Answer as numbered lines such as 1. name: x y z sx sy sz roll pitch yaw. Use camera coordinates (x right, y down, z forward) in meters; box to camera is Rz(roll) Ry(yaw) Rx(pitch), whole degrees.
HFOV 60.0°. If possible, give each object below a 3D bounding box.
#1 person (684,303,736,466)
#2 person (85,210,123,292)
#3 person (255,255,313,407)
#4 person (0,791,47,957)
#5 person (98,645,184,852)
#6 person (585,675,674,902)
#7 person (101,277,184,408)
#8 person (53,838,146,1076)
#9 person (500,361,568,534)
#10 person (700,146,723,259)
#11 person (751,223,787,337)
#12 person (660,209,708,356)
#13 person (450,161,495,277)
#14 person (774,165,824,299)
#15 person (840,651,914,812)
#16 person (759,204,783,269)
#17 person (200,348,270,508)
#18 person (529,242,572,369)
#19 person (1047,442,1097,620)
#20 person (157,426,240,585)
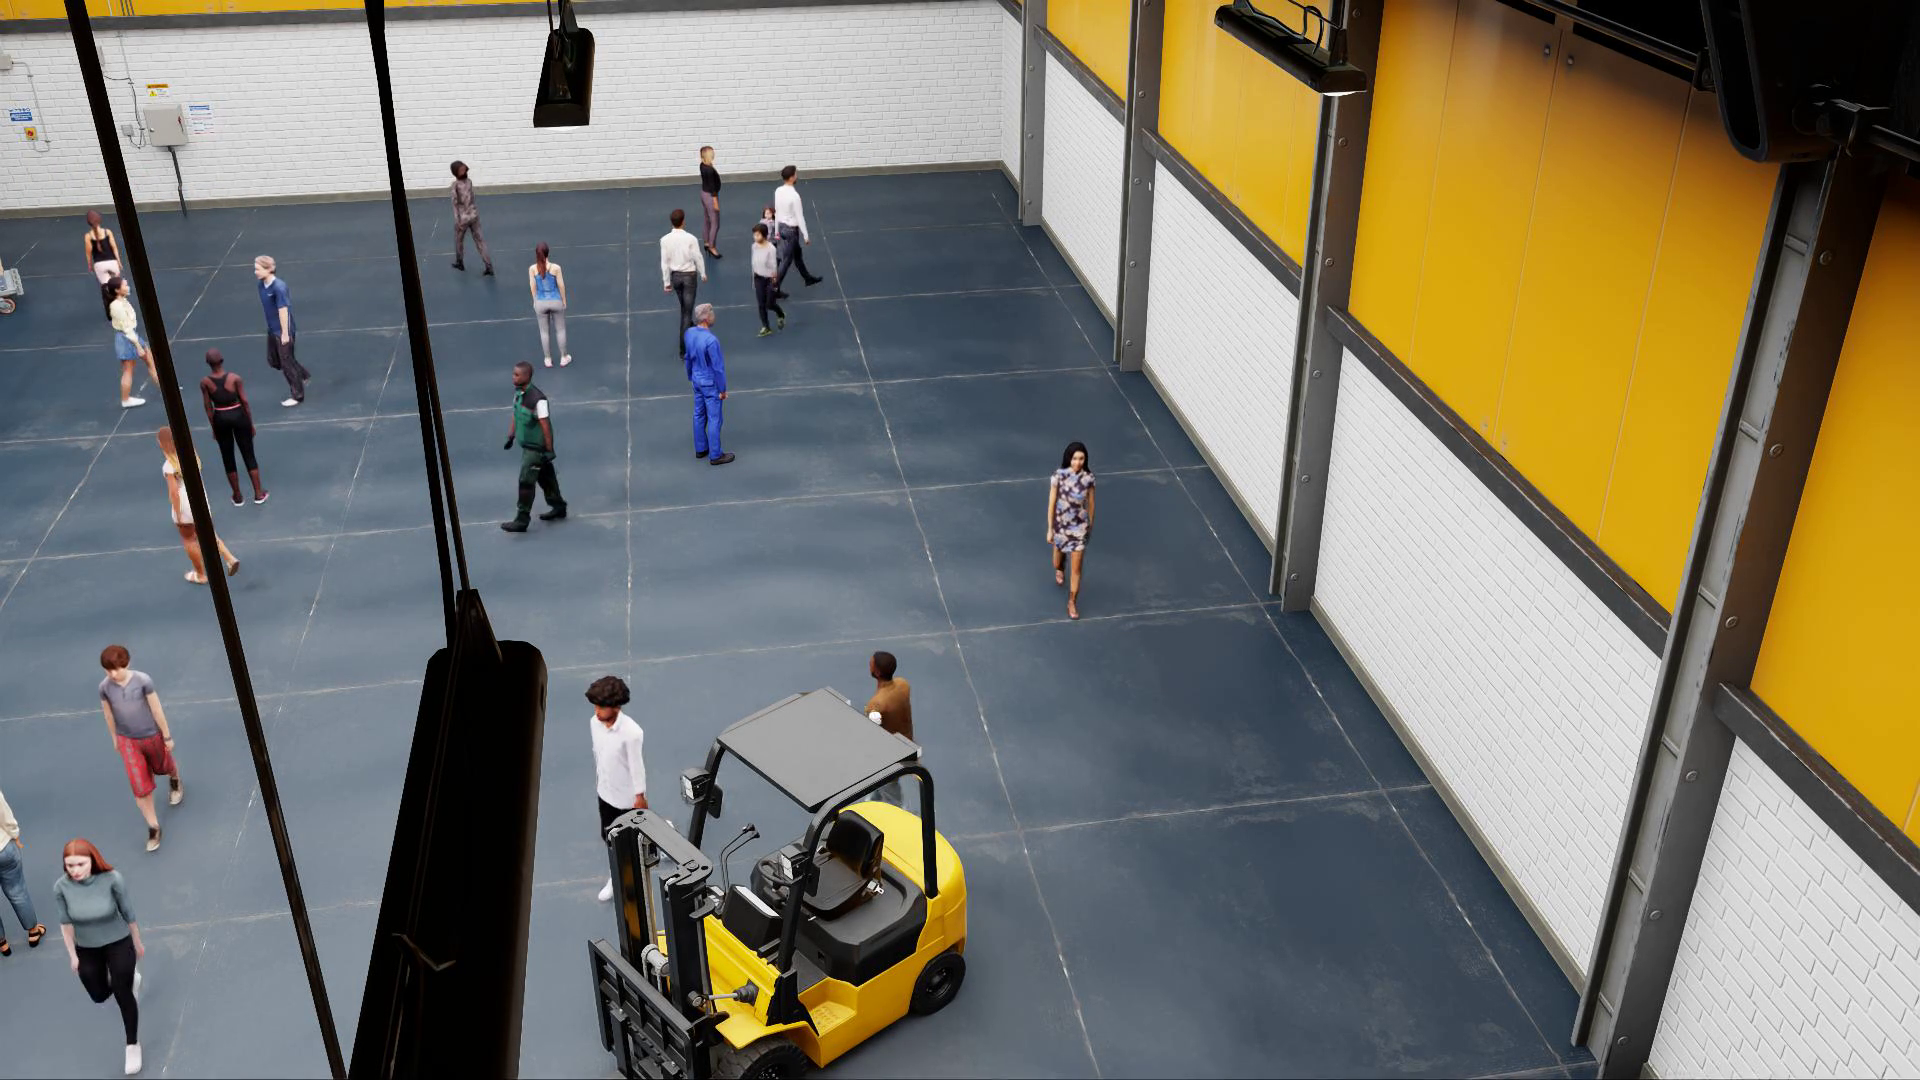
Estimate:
1. person: -2.812 -1.742 18.462 0.857 1.826 0.731 -25 38 -38
2. person: -11.371 -3.603 22.192 0.895 1.521 1.080 -24 36 -36
3. person: -8.025 -2.528 19.872 0.851 1.857 0.912 22 35 34
4. person: -6.723 2.158 11.468 0.676 1.678 0.645 -14 32 -25
5. person: -6.258 1.477 12.773 0.637 1.624 1.113 -7 29 -12
6. person: -2.408 1.755 12.086 1.005 1.792 1.086 17 33 28
7. person: -9.968 -2.326 19.765 0.867 1.605 0.945 -12 31 -21
8. person: -5.460 2.576 10.645 0.606 1.732 0.908 -6 29 -12
9. person: -4.310 -0.999 17.115 1.010 1.812 1.072 -19 34 -30
10. person: -3.724 -5.008 24.619 0.702 1.664 0.552 -14 32 -24
11. person: -2.500 -3.440 21.875 0.744 1.539 0.807 16 33 27
12. person: -3.536 -3.250 21.233 0.982 1.821 1.334 5 29 9
13. person: -6.982 -4.555 23.780 1.180 1.672 1.048 22 35 34
14. person: -2.425 -4.218 23.007 1.138 1.820 1.249 -22 36 -35
15. person: -0.461 1.652 12.282 1.075 1.786 1.067 14 32 24
16. person: -2.715 -4.310 23.937 0.711 1.092 0.802 15 32 25
17. person: -7.691 -1.201 17.543 0.606 1.758 0.566 -9 30 -16
18. person: -5.173 -2.969 20.938 0.560 1.608 0.515 -4 29 -8
19. person: 1.033 -0.143 15.646 0.712 1.715 0.974 0 29 0
20. person: -7.340 -0.319 16.002 0.870 1.685 0.888 9 30 16
